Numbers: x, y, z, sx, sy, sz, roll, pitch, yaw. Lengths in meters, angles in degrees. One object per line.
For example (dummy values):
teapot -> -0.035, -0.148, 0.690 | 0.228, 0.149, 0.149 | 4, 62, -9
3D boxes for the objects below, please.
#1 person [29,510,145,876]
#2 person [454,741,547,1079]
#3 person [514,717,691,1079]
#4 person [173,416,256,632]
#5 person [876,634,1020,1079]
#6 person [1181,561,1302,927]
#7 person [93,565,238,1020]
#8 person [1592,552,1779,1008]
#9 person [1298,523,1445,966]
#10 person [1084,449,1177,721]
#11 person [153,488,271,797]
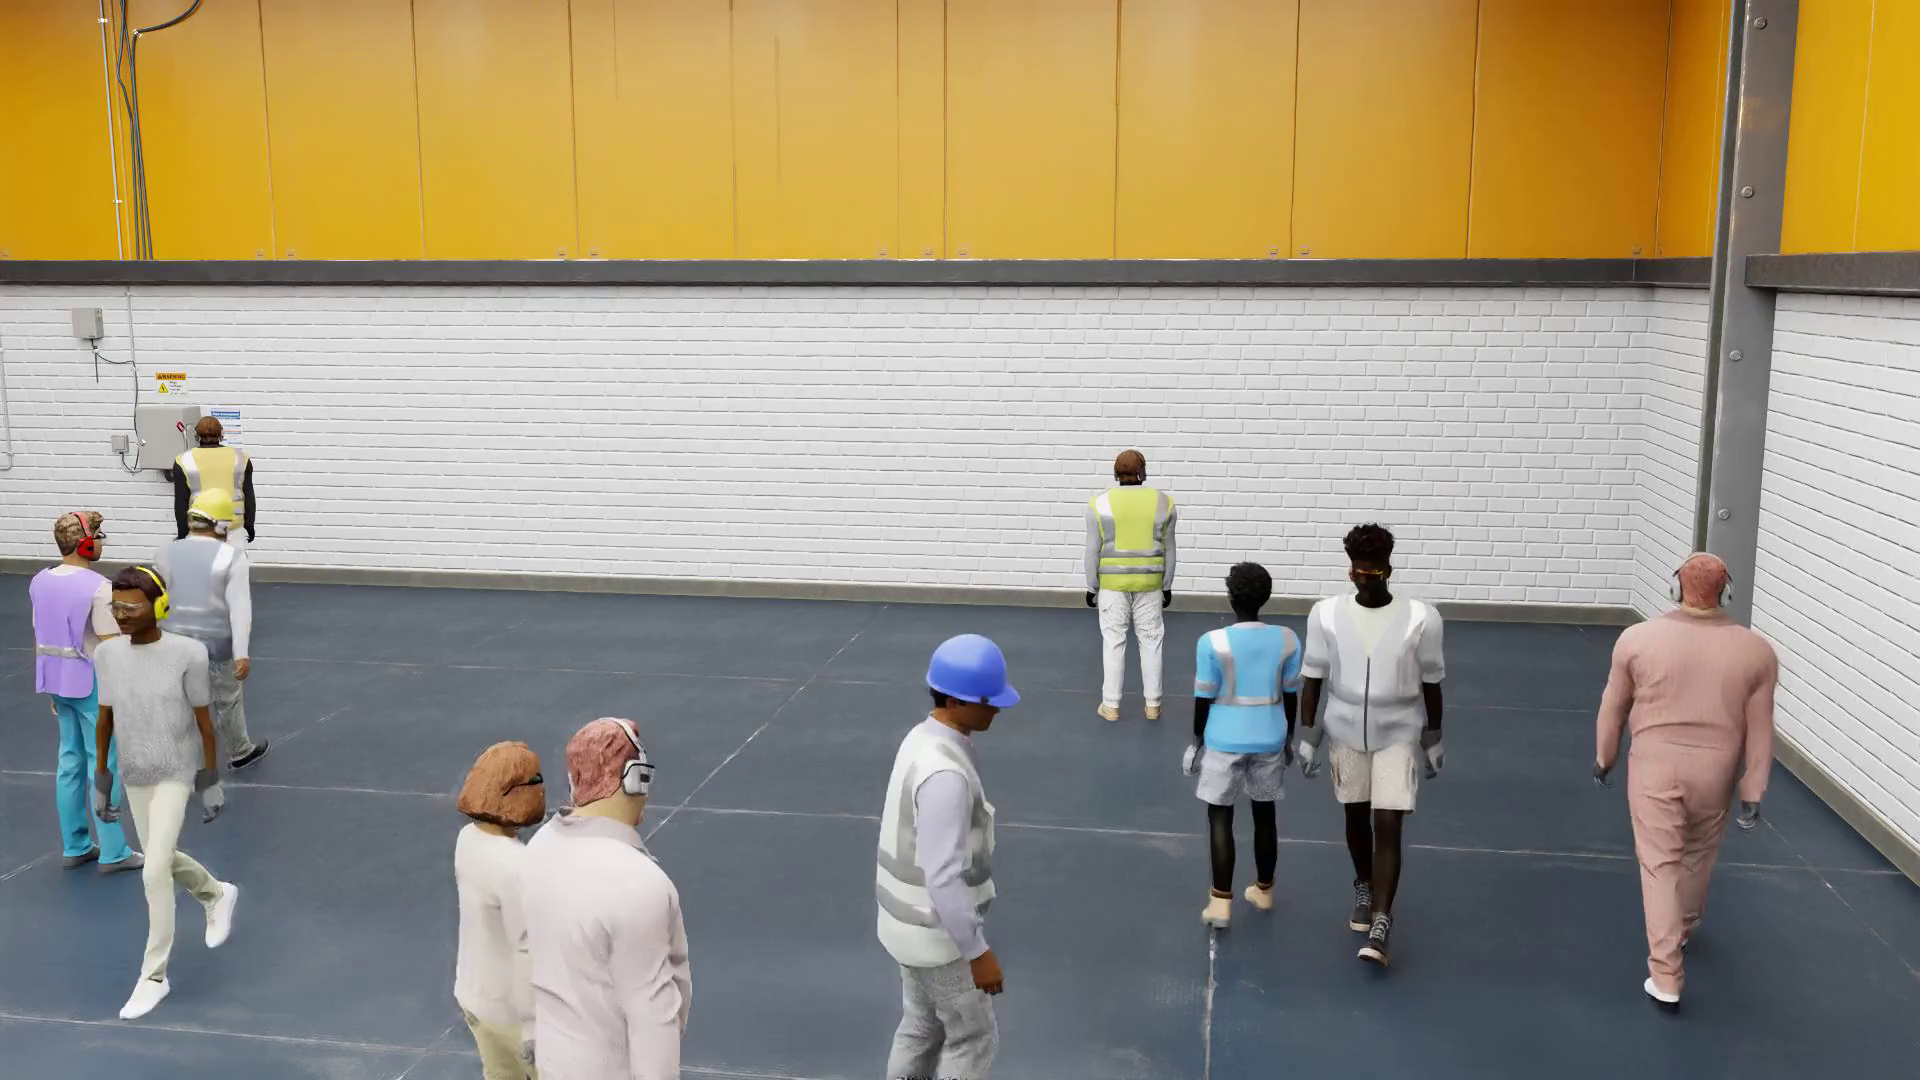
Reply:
person -> -4.384, 0.771, 8.340 | 0.570, 1.845, 0.383 | 4, 10, 24
person -> -1.363, 1.407, 5.094 | 0.340, 1.618, 0.523 | -7, 11, -36
person -> -0.985, 1.410, 4.337 | 0.641, 1.875, 0.666 | -7, 12, -37
person -> -6.175, -0.112, 13.801 | 0.634, 1.841, 0.429 | -7, 11, -36
person -> -0.041, 1.234, 5.318 | 0.478, 1.902, 0.652 | -1, 9, -8
person -> 1.326, 0.944, 7.735 | 0.567, 1.699, 0.362 | -3, 10, -17
person -> -3.388, 0.986, 7.079 | 0.522, 1.838, 0.897 | 1, 9, 7
person -> 3.062, 0.969, 7.084 | 0.659, 1.850, 1.000 | 2, 9, 14
person -> 1.789, 0.894, 7.349 | 0.623, 1.918, 0.949 | 4, 10, 24
person -> 1.141, 0.307, 11.228 | 0.624, 1.841, 0.430 | -1, 9, -3
person -> -4.424, 0.589, 9.710 | 0.700, 1.771, 0.946 | 1, 9, 6
